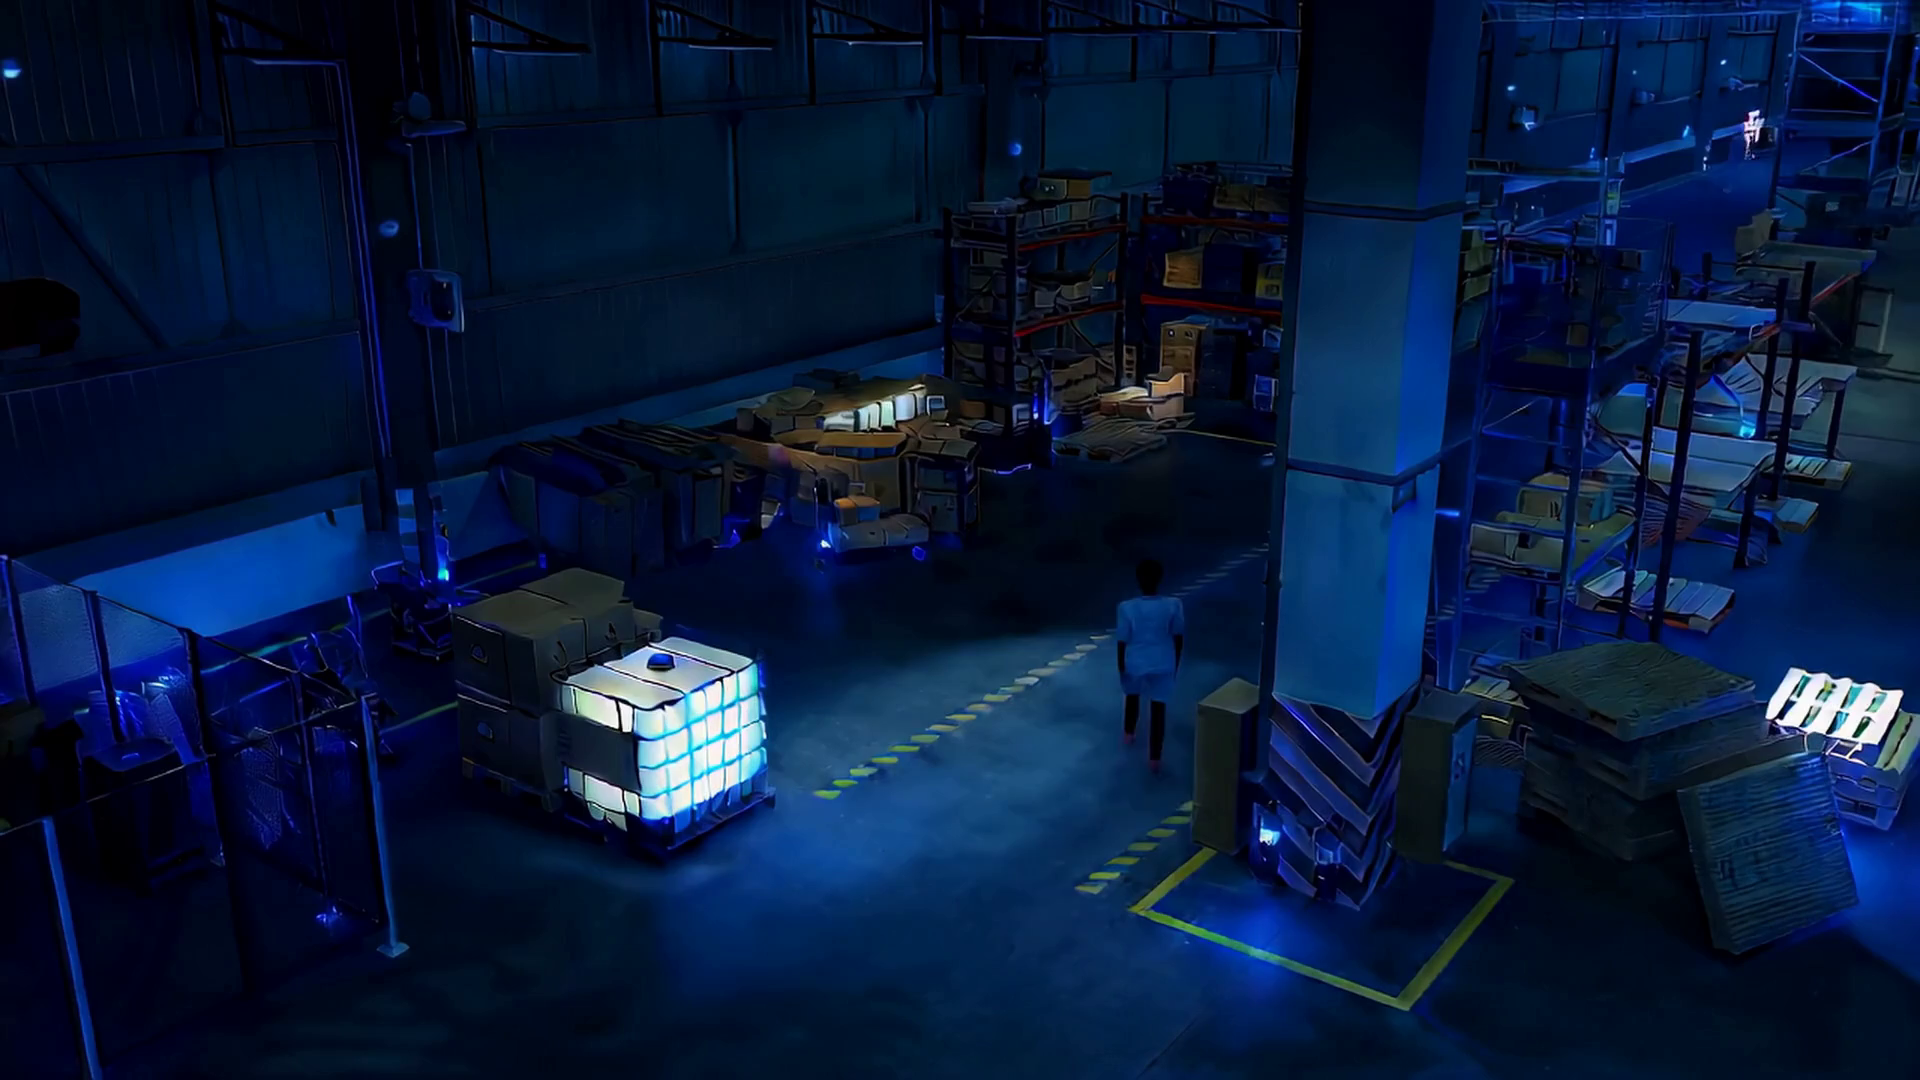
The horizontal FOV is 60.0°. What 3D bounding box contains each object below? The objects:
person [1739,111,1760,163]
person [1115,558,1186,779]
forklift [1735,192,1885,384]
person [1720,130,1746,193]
[{"bbox_3d":[28.153,-14.365,59.260,0.579,1.832,0.403,16,24,41],"label":"person"},{"bbox_3d":[1.446,0.930,12.725,0.543,1.645,0.905,1,18,3],"label":"person"},{"bbox_3d":[13.244,-3.924,25.628,1.129,2.768,1.873,-10,20,-27],"label":"forklift"},{"bbox_3d":[23.335,-11.412,50.161,0.570,1.860,0.667,4,18,12],"label":"person"}]
